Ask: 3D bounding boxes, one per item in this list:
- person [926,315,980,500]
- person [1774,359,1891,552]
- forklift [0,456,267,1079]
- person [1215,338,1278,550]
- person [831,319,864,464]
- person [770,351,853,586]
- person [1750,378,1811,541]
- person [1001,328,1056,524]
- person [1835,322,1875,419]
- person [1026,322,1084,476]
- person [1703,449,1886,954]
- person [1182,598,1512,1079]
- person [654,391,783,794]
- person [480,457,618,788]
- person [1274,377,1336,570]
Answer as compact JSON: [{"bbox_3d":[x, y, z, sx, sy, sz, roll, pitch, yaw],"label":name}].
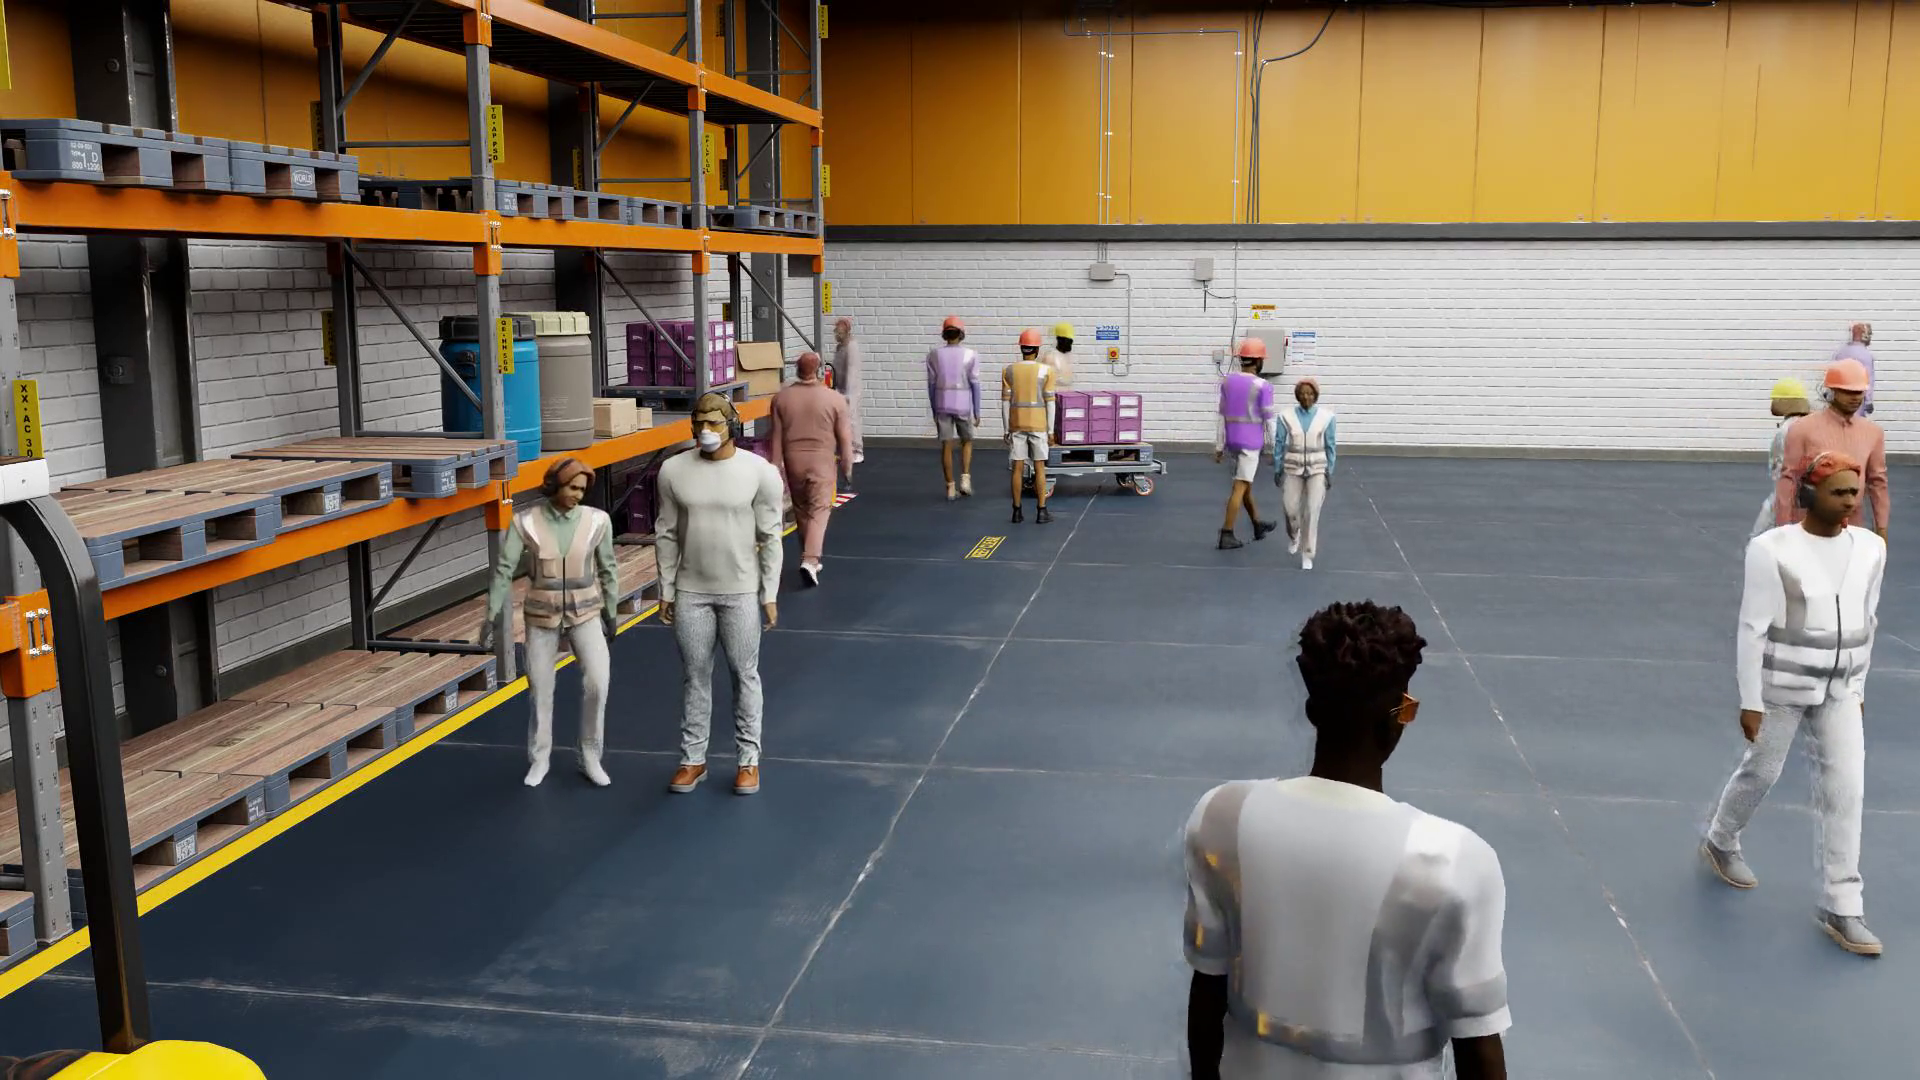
[{"bbox_3d":[-0.067,-1.447,18.236,0.606,2.018,0.531,1,9,8],"label":"person"},{"bbox_3d":[5.311,-0.086,9.978,0.646,1.969,0.807,-1,9,-7],"label":"person"},{"bbox_3d":[-2.328,0.975,2.765,2.313,2.155,1.214,1,9,9],"label":"forklift"},{"bbox_3d":[2.667,-0.881,15.136,0.977,1.885,0.574,-7,12,-38],"label":"person"},{"bbox_3d":[-1.490,-1.928,21.678,0.400,1.872,0.716,-3,10,-15],"label":"person"},{"bbox_3d":[-1.205,-0.584,13.393,0.657,1.872,0.946,2,9,11],"label":"person"},{"bbox_3d":[5.993,-0.308,12.083,0.395,1.728,0.508,8,12,41],"label":"person"},{"bbox_3d":[0.685,-1.126,16.510,0.547,1.938,0.377,3,10,16],"label":"person"},{"bbox_3d":[11.135,-1.789,20.807,0.929,1.868,0.654,0,9,3],"label":"person"},{"bbox_3d":[1.136,-1.741,20.481,0.890,1.893,0.593,6,11,32],"label":"person"},{"bbox_3d":[3.245,0.557,6.443,0.587,1.844,0.961,-1,9,-6],"label":"person"},{"bbox_3d":[0.664,1.064,3.032,0.609,1.934,0.922,7,12,38],"label":"person"},{"bbox_3d":[-1.157,0.261,7.984,0.633,1.944,0.381,1,9,7],"label":"person"},{"bbox_3d":[-1.969,0.412,7.997,0.655,1.619,0.524,-3,10,-18],"label":"person"},{"bbox_3d":[2.925,-0.577,14.110,0.516,1.624,0.498,3,10,15],"label":"person"}]
